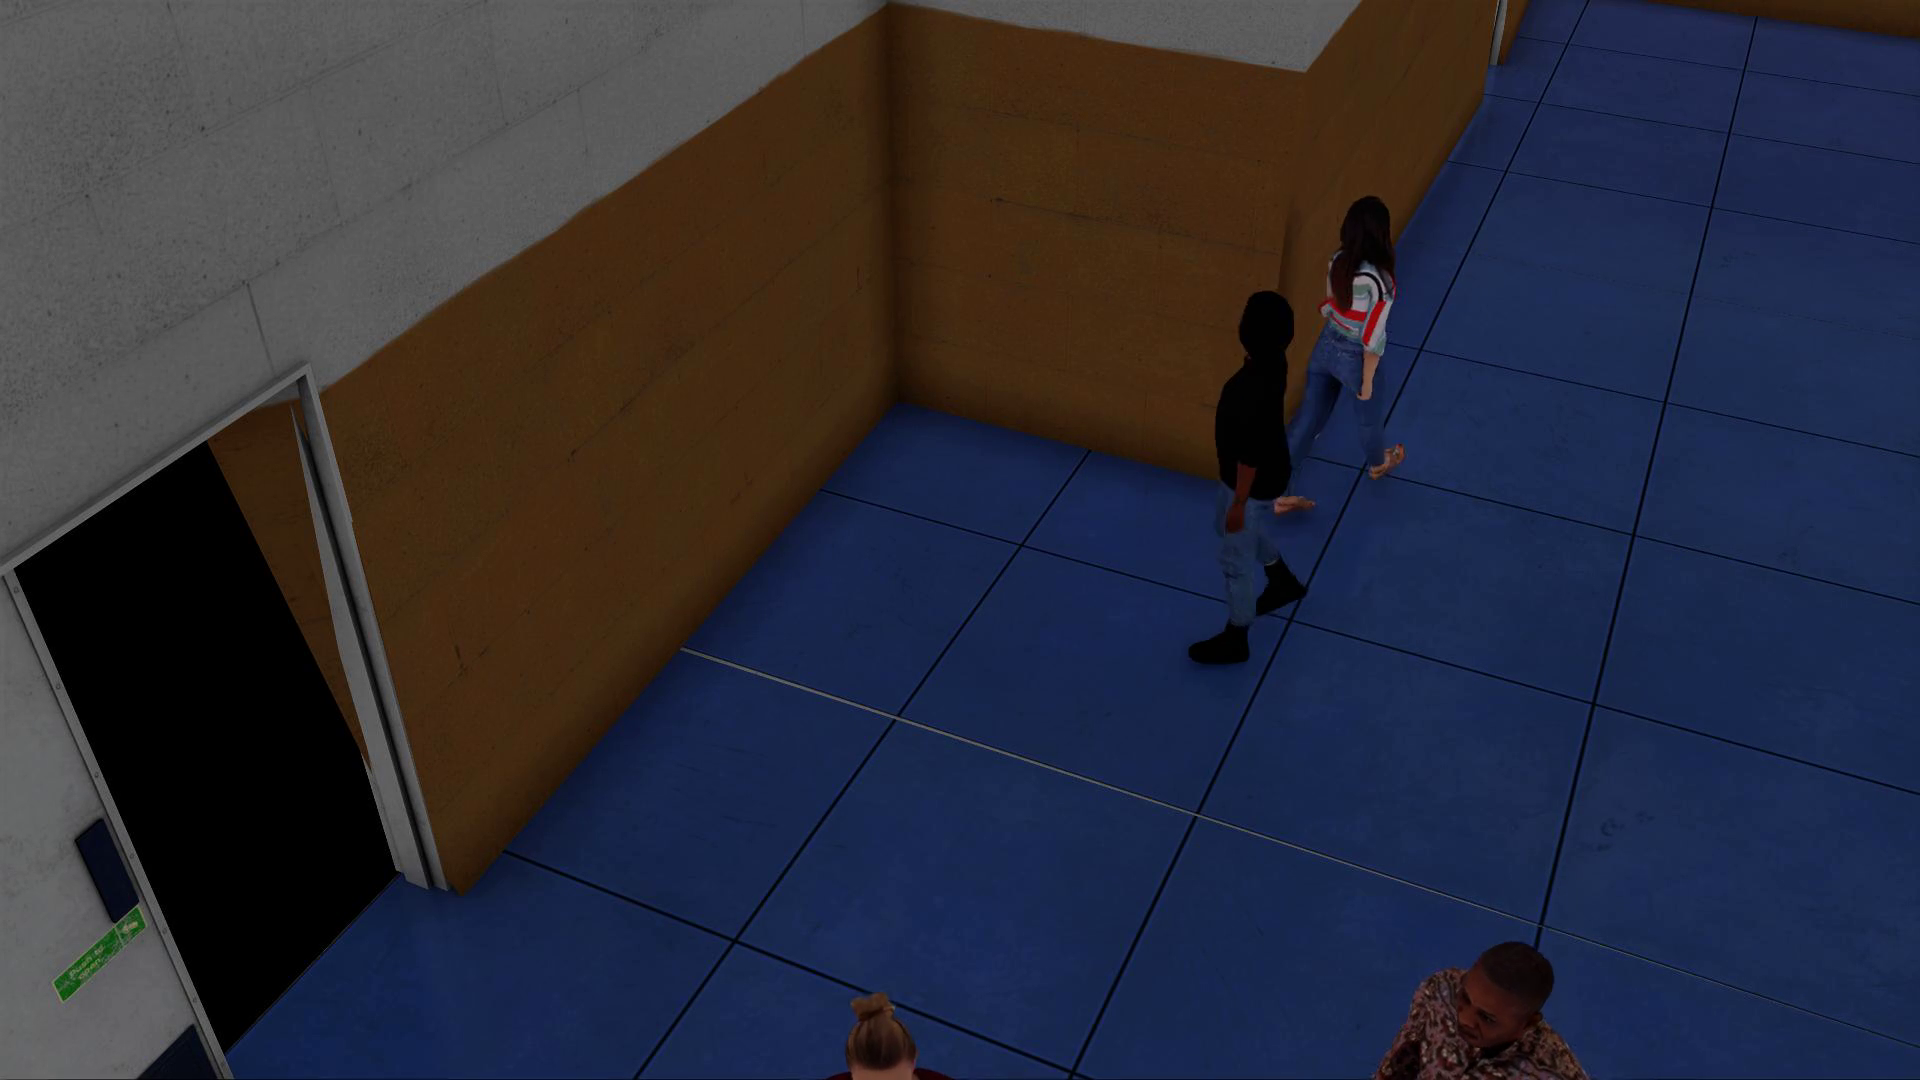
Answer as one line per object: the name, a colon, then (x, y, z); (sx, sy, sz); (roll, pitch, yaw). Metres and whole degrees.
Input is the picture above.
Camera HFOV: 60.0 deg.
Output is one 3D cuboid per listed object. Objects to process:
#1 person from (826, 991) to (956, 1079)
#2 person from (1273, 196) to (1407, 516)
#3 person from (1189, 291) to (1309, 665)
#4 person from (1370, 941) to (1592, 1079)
person: (-0.167, 1.749, 4.348); (1.073, 1.655, 1.048); (-5, 37, -7)
person: (1.746, -0.803, 7.825); (1.026, 1.563, 1.112); (-21, 42, -26)
person: (1.269, -0.246, 6.988); (0.811, 1.676, 0.729); (-1, 37, -2)
person: (1.353, 1.642, 4.387); (1.084, 1.780, 1.090); (-21, 42, -26)
